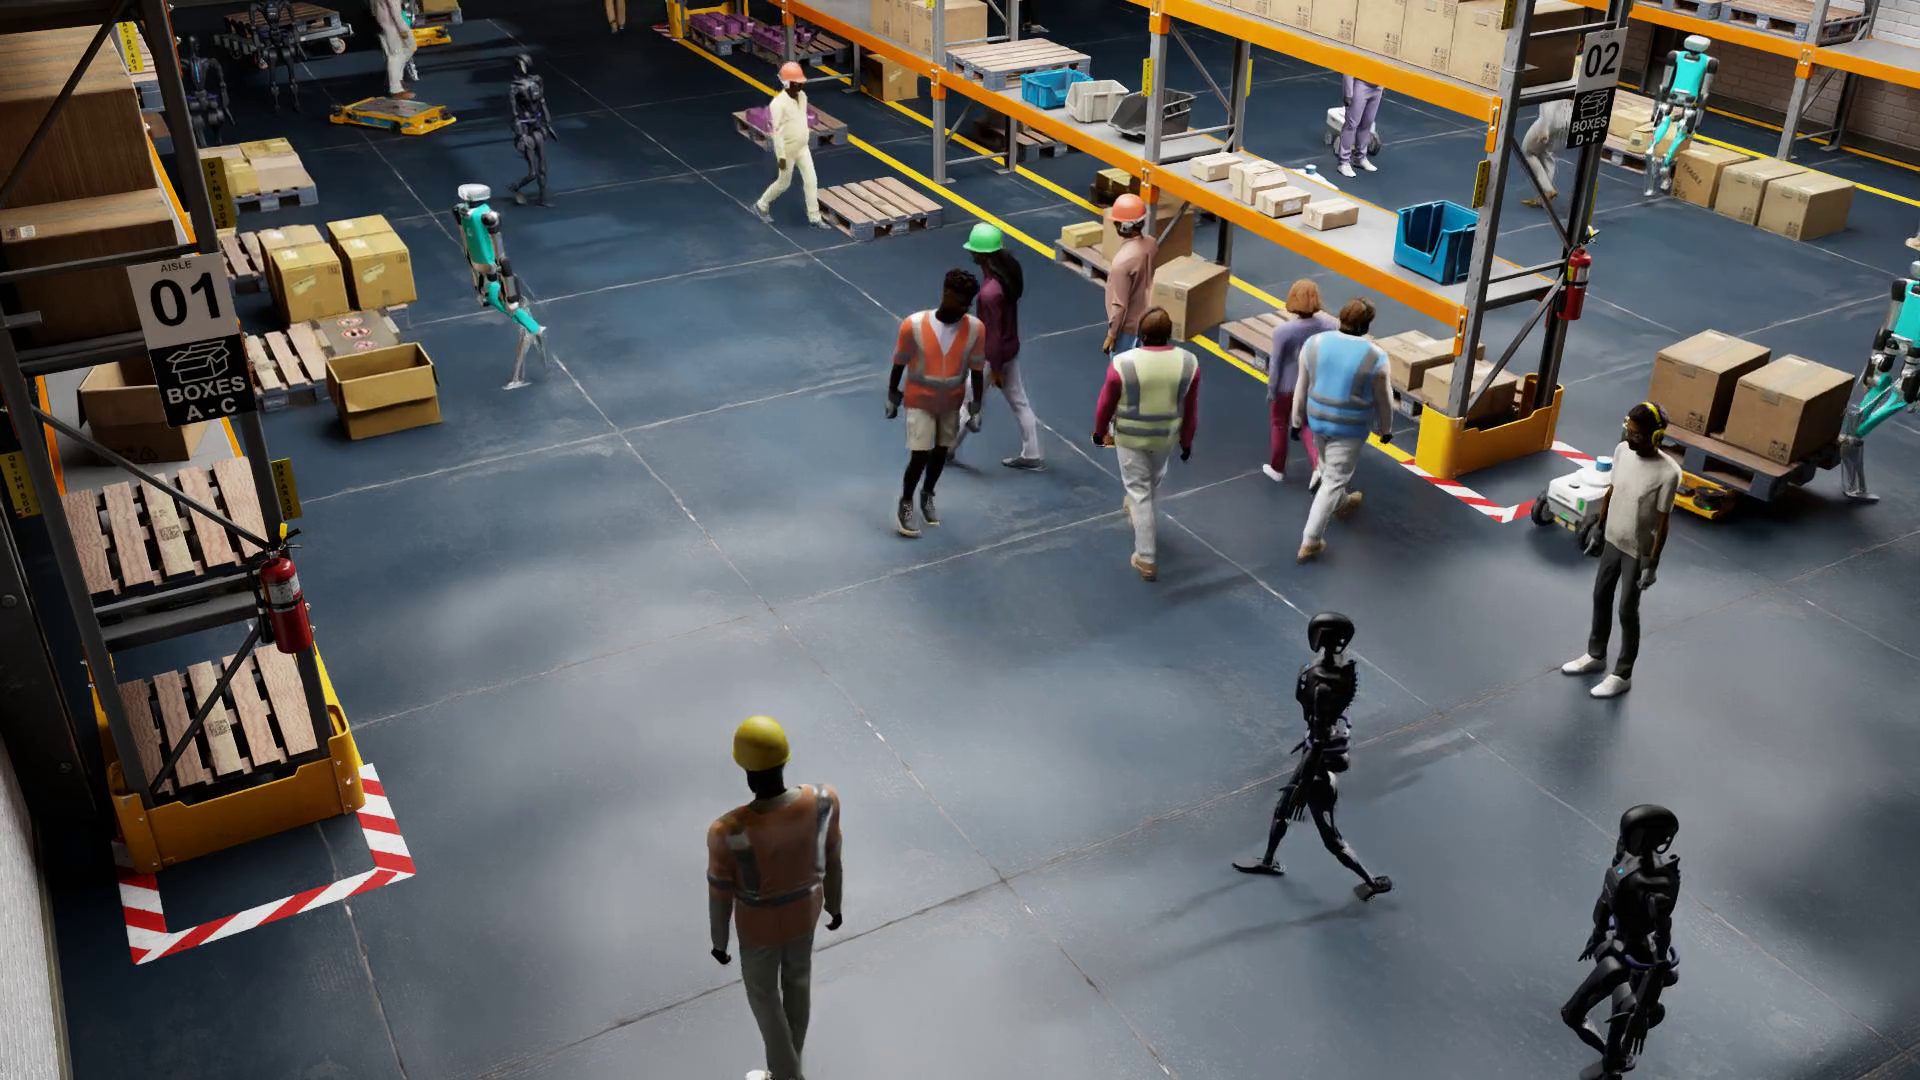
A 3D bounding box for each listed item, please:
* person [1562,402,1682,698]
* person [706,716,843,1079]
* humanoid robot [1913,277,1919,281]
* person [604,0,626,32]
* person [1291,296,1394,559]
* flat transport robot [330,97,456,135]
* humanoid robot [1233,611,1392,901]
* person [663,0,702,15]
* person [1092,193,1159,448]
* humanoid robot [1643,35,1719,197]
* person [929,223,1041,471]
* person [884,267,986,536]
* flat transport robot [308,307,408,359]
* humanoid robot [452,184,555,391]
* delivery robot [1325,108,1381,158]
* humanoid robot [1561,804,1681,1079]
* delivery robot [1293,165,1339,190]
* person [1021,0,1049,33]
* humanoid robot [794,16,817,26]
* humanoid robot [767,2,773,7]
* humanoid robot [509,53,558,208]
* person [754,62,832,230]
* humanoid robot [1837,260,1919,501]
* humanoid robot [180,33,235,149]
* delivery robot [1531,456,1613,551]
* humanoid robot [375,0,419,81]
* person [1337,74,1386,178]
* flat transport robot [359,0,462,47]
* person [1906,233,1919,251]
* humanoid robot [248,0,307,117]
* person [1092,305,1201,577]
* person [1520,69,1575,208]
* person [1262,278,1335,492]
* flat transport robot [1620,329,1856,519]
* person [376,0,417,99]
[{"bbox_3d":[3.894,0.050,9.734,0.338,1.855,0.523,-12,32,-20],"label":"person"},{"bbox_3d":[-0.775,1.571,7.029,0.595,1.910,0.443,-16,33,-25],"label":"person"},{"bbox_3d":[8.384,-2.250,13.922,0.596,1.636,0.633,-4,30,-7],"label":"humanoid robot"},{"bbox_3d":[-5.123,-8.377,24.530,0.575,1.726,0.721,-6,30,-10],"label":"person"},{"bbox_3d":[2.594,-0.791,11.278,0.641,1.781,1.000,24,37,35],"label":"person"},{"bbox_3d":[-7.008,-5.241,20.533,1.431,0.231,0.659,13,32,22],"label":"flat transport robot"},{"bbox_3d":[1.814,1.080,8.186,0.789,1.650,0.589,7,31,12],"label":"humanoid robot"},{"bbox_3d":[-4.148,-8.760,25.089,0.666,1.832,0.508,-13,32,-21],"label":"person"},{"bbox_3d":[1.257,-1.642,12.540,0.377,1.992,0.609,15,33,24],"label":"person"},{"bbox_3d":[7.556,-4.403,17.640,0.556,1.758,1.046,19,35,29],"label":"humanoid robot"},{"bbox_3d":[0.184,-1.403,12.217,0.976,1.894,0.480,11,32,19],"label":"person"},{"bbox_3d":[-0.153,-0.943,11.395,0.687,1.917,0.513,-9,31,-15],"label":"person"},{"bbox_3d":[-5.139,-1.654,14.290,0.659,0.231,1.431,-16,33,-25],"label":"flat transport robot"},{"bbox_3d":[-3.647,-2.045,13.597,0.545,1.874,0.687,23,37,35],"label":"humanoid robot"},{"bbox_3d":[4.580,-4.828,19.520,0.499,0.587,0.766,-6,30,-10],"label":"delivery robot"},{"bbox_3d":[2.789,1.785,6.895,0.365,1.645,0.612,0,30,0],"label":"humanoid robot"},{"bbox_3d":[3.648,-3.629,17.430,0.499,0.585,0.765,-10,31,-17],"label":"delivery robot"},{"bbox_3d":[1.107,-8.416,24.564,0.451,1.755,0.770,-14,33,-23],"label":"person"},{"bbox_3d":[-2.316,-8.519,24.824,0.532,1.839,0.703,-22,36,-33],"label":"humanoid robot"},{"bbox_3d":[-2.969,-9.187,25.994,0.604,1.645,0.394,-6,30,-10],"label":"humanoid robot"},{"bbox_3d":[-4.568,-4.320,17.527,0.460,1.641,0.588,12,32,20],"label":"humanoid robot"},{"bbox_3d":[-1.752,-4.020,16.952,0.804,1.721,0.573,16,34,26],"label":"person"},{"bbox_3d":[6.536,-1.105,11.837,0.766,1.748,0.550,-12,32,-19],"label":"humanoid robot"},{"bbox_3d":[-8.354,-4.743,18.303,0.608,1.629,0.787,-16,33,-25],"label":"humanoid robot"},{"bbox_3d":[4.460,-0.304,11.643,0.765,0.585,0.499,-16,33,-25],"label":"delivery robot"},{"bbox_3d":[-7.571,-7.056,22.249,0.575,1.778,0.890,-20,36,-31],"label":"humanoid robot"},{"bbox_3d":[4.521,-5.022,18.510,0.654,1.906,0.411,-21,36,-31],"label":"person"},{"bbox_3d":[-8.036,-7.518,24.498,0.659,0.231,1.431,-17,34,-27],"label":"flat transport robot"},{"bbox_3d":[9.787,-3.708,16.375,0.623,1.750,0.420,-3,30,-6],"label":"person"},{"bbox_3d":[-8.455,-6.118,20.633,0.599,1.657,0.315,-16,33,-25],"label":"humanoid robot"},{"bbox_3d":[1.227,-0.716,11.132,0.635,1.793,0.961,-7,31,-11],"label":"person"},{"bbox_3d":[6.166,-4.402,17.466,0.437,1.875,0.561,22,36,33],"label":"person"},{"bbox_3d":[2.447,-1.093,11.962,0.501,1.615,0.577,-9,31,-16],"label":"person"},{"bbox_3d":[5.695,-0.549,12.366,1.431,0.231,0.659,-21,36,-32],"label":"flat transport robot"},{"bbox_3d":[-7.232,-6.617,21.293,0.469,1.904,0.669,-9,31,-15],"label":"person"}]
